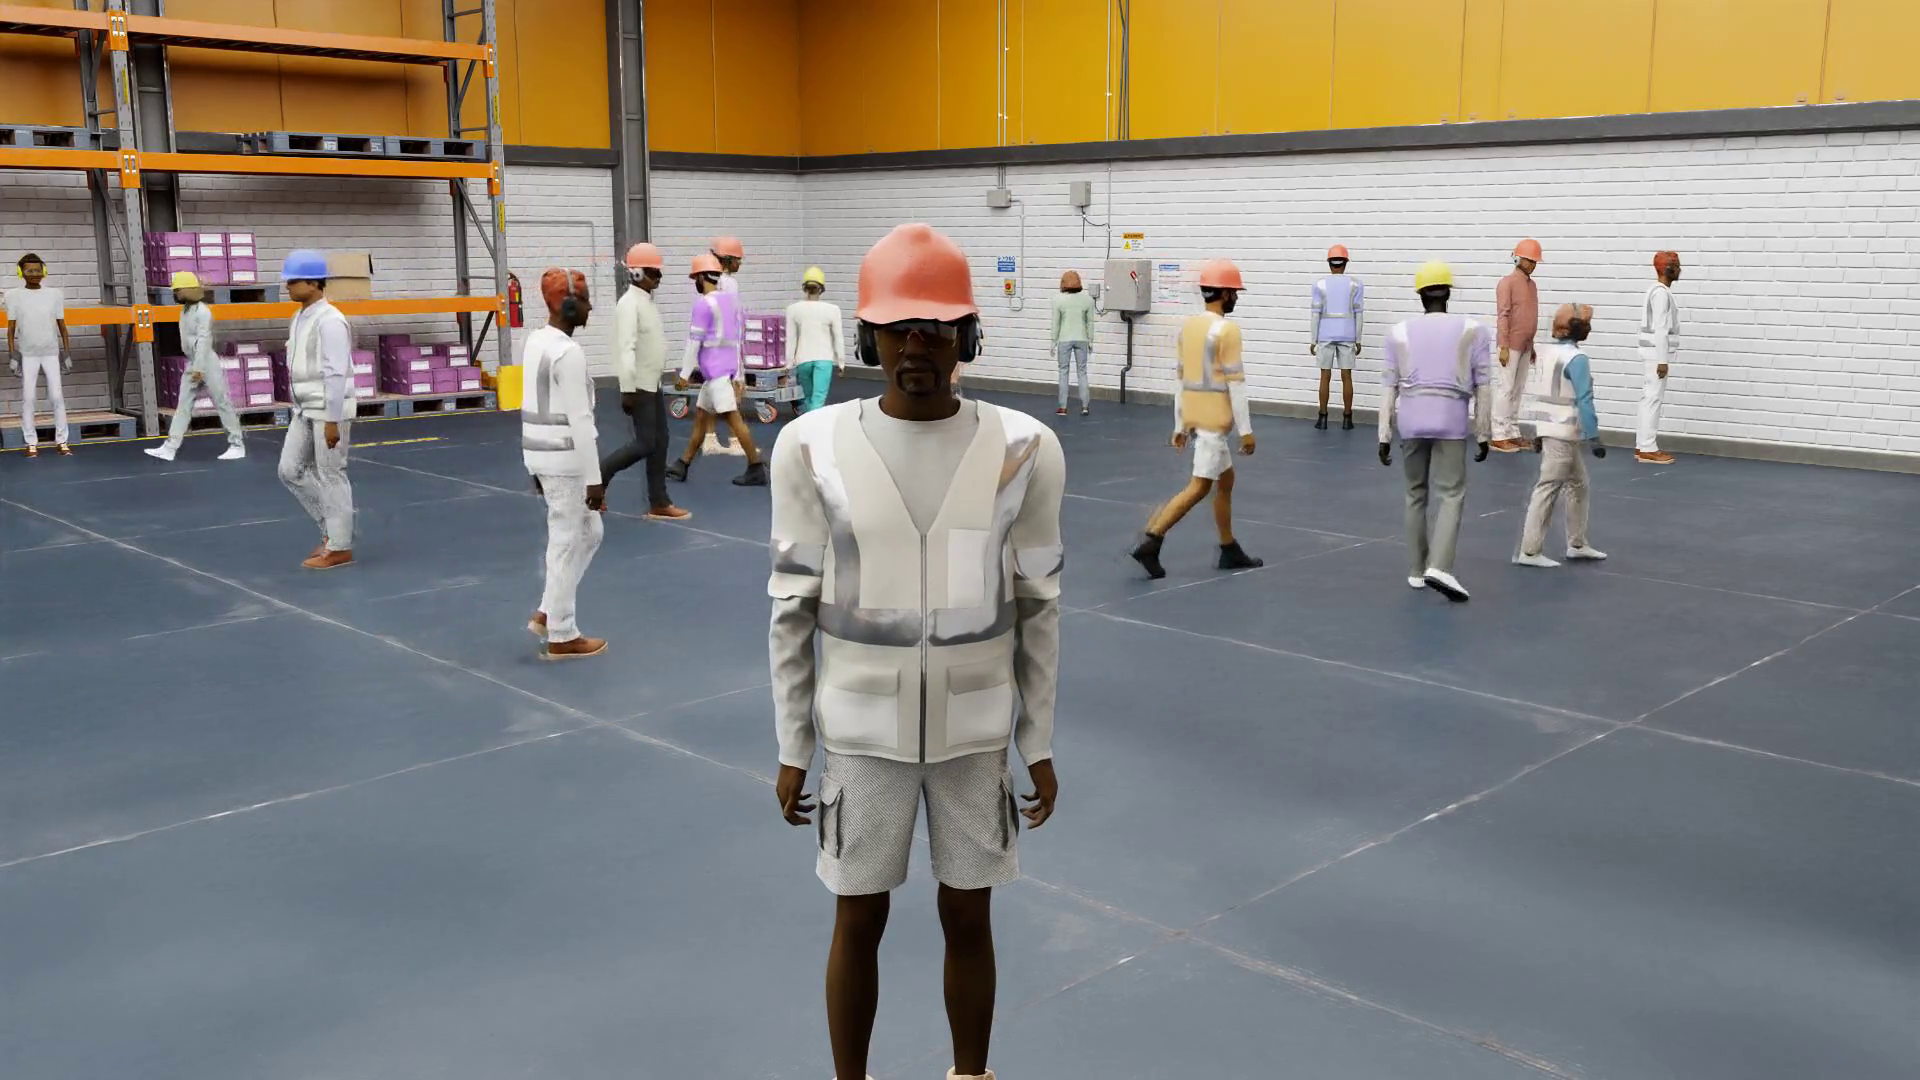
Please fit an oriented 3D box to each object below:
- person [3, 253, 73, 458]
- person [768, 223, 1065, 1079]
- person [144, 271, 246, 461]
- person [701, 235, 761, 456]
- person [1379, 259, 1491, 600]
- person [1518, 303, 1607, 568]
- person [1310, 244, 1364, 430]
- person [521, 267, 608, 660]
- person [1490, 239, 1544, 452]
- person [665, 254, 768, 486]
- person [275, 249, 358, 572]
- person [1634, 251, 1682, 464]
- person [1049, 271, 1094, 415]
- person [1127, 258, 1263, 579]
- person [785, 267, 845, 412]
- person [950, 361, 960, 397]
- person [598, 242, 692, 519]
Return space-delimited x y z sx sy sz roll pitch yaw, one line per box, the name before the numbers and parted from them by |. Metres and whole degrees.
person | -8.432 -1.685 15.238 0.515 1.861 0.320 -7 13 -34
person | -0.083 0.389 3.417 0.608 2.044 0.373 -1 10 -7
person | -6.857 -1.534 14.847 0.495 1.697 0.881 8 13 37
person | -2.144 -1.774 15.267 0.425 2.040 0.625 -7 12 -32
person | 2.654 -0.623 9.364 0.614 1.892 0.717 4 11 22
person | 3.750 -0.619 10.090 0.705 1.614 0.521 1 10 5
person | 3.926 -2.112 17.370 0.542 1.928 0.375 2 11 9
person | -1.854 -0.347 7.896 0.418 1.870 0.614 -6 12 -29
person | 5.249 -1.822 15.634 0.611 1.985 0.393 -10 15 -44
person | -2.007 -1.365 13.460 1.014 1.870 0.540 2 11 13
person | -3.861 -0.768 10.006 0.439 1.935 0.634 -9 14 -42
person | 6.246 -1.628 14.854 0.349 1.881 0.584 3 11 16
person | 1.261 -2.195 18.726 0.513 1.653 0.431 -2 11 -10
person | 1.409 -0.711 9.849 0.953 1.899 0.562 -4 11 -21
person | -1.358 -1.667 15.479 0.541 1.727 0.896 2 11 9
person | -0.164 -1.361 14.165 0.526 1.601 0.837 8 13 38
person | -2.303 -1.101 11.739 0.675 1.978 0.622 0 10 2
